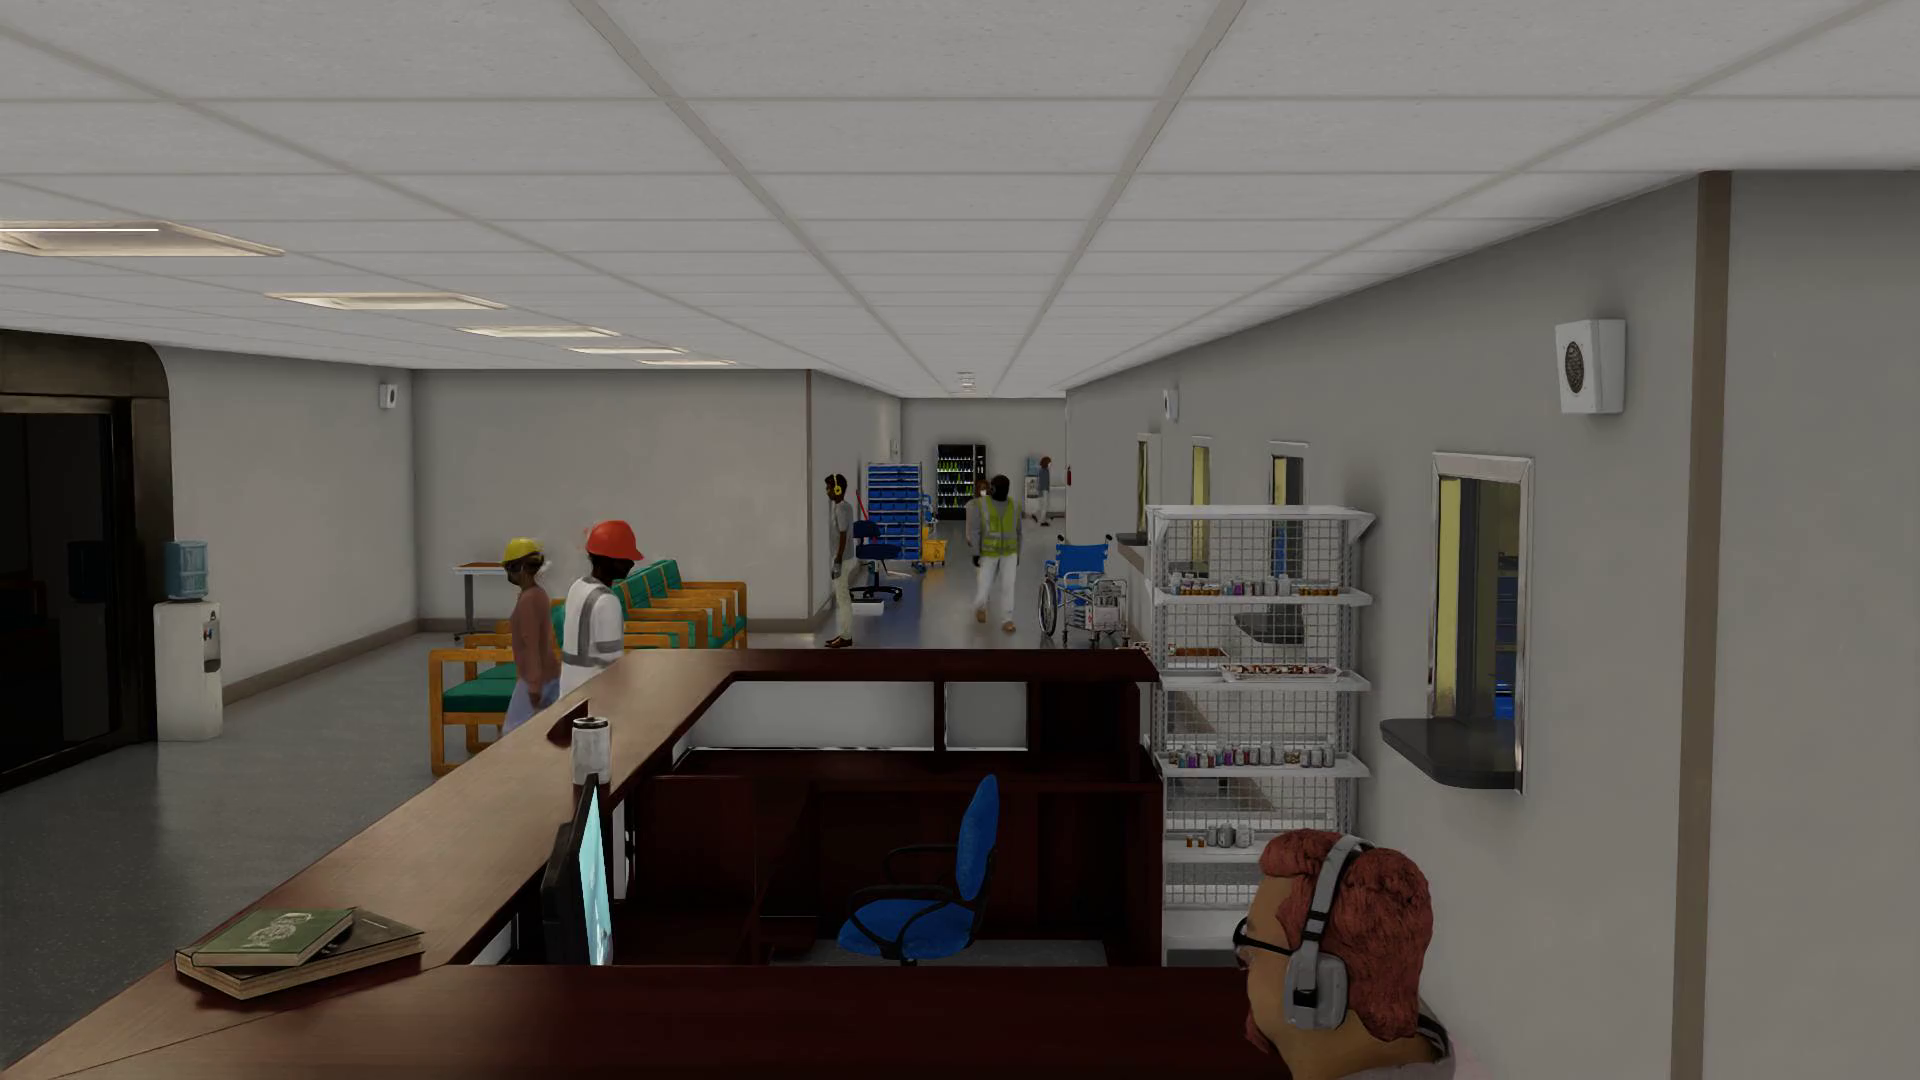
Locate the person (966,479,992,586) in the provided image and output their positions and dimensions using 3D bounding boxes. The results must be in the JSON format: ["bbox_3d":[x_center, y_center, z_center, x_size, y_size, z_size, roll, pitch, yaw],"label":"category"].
[{"bbox_3d":[0.331,-0.055,23.343,0.513,1.616,0.586,0,4,-5],"label":"person"}]

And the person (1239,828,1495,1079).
[{"bbox_3d":[0.465,1.316,2.125,0.406,1.911,0.636,2,5,29],"label":"person"}]

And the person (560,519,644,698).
[{"bbox_3d":[-1.859,0.843,8.769,0.653,1.906,0.579,-2,5,-31],"label":"person"}]

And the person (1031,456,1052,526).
[{"bbox_3d":[1.888,-1.125,38.382,0.454,1.617,0.503,1,4,19],"label":"person"}]

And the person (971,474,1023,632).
[{"bbox_3d":[0.423,0.138,19.318,0.629,1.815,0.764,-1,4,-13],"label":"person"}]

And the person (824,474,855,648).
[{"bbox_3d":[-1.294,0.225,17.751,0.328,1.865,0.519,0,4,1],"label":"person"}]
